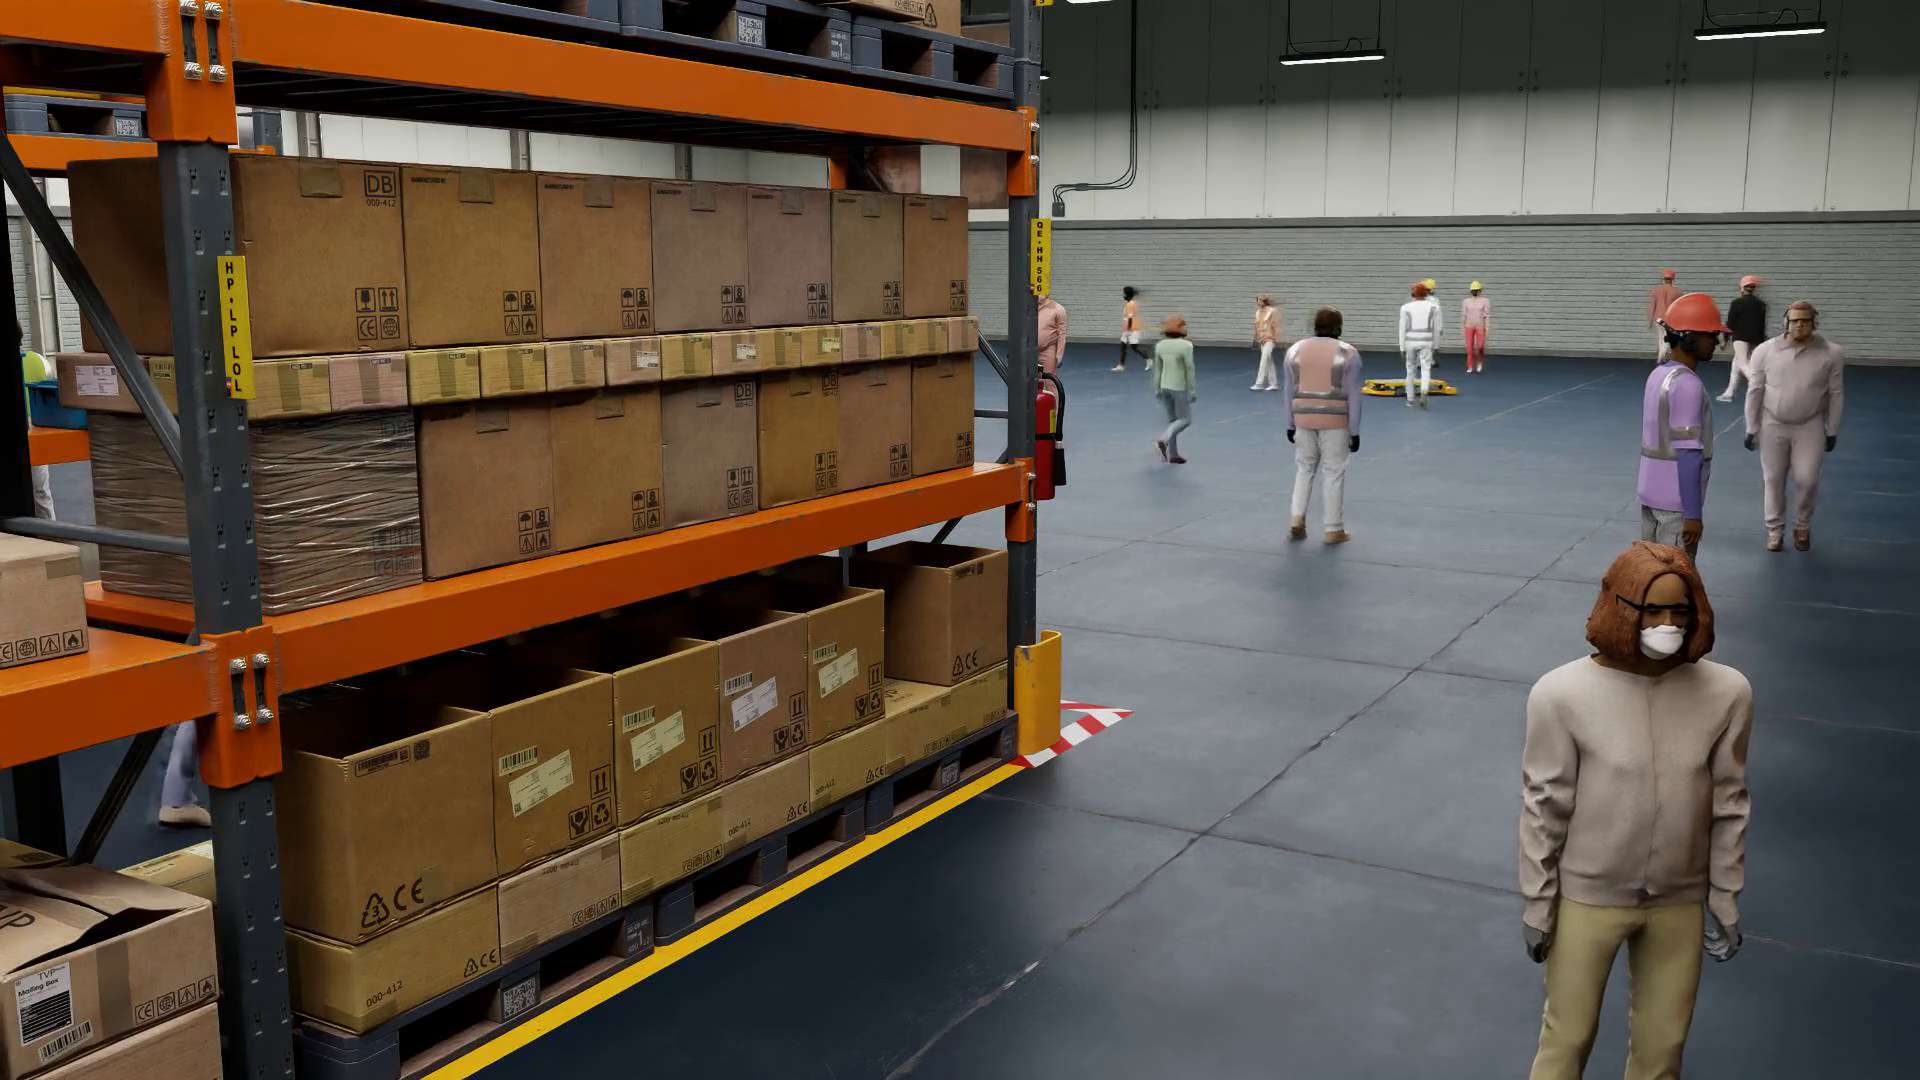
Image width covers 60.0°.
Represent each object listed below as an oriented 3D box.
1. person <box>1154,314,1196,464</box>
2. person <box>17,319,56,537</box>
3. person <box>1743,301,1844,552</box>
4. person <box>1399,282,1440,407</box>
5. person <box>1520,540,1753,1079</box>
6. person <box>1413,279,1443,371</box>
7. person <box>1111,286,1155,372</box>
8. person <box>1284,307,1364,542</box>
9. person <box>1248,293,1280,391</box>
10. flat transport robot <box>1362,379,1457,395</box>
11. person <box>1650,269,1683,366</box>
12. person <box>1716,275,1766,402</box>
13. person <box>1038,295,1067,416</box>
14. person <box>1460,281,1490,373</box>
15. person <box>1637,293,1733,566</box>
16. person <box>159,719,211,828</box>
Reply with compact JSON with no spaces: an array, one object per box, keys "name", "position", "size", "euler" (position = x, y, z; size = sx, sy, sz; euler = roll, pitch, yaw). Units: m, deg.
[{"name":"person","position":[2.251,-1.589,17.649],"size":[0.529,1.619,0.510],"euler":[-8,12,-38]},{"name":"person","position":[-6.405,-0.603,11.255],"size":[0.429,1.844,0.625],"euler":[2,10,11]},{"name":"person","position":[6.239,-0.842,12.488],"size":[0.664,1.891,0.435],"euler":[5,11,29]},{"name":"person","position":[6.728,-2.850,24.376],"size":[0.581,1.859,0.791],"euler":[2,10,13]},{"name":"person","position":[1.475,0.801,3.673],"size":[0.493,1.624,0.280],"euler":[0,10,-3]},{"name":"person","position":[9.099,-4.165,32.321],"size":[0.968,1.780,0.596],"euler":[-6,12,-33]},{"name":"person","position":[3.352,-4.055,32.001],"size":[0.793,1.666,0.531],"euler":[1,10,4]},{"name":"person","position":[2.848,-0.894,13.002],"size":[0.641,1.828,0.429],"euler":[6,12,32]},{"name":"person","position":[4.967,-3.246,27.396],"size":[0.763,1.608,0.530],"euler":[-4,11,-24]},{"name":"flat transport robot","position":[7.193,-2.466,26.754],"size":[1.431,0.197,0.652],"euler":[-3,10,-15]},{"name":"person","position":[14.187,-4.454,33.427],"size":[0.630,1.963,0.933],"euler":[8,12,38]},{"name":"person","position":[11.924,-3.025,25.132],"size":[0.609,1.948,0.989],"euler":[-4,10,-22]},{"name":"person","position":[1.064,-2.436,21.816],"size":[0.639,1.902,0.406],"euler":[5,11,28]},{"name":"person","position":[9.818,-4.057,31.732],"size":[0.545,1.751,0.398],"euler":[5,11,26]},{"name":"person","position":[3.602,-0.205,8.335],"size":[0.377,2.044,0.607],"euler":[1,10,6]},{"name":"person","position":[-2.756,0.269,6.544],"size":[0.915,1.689,0.533],"euler":[-6,11,-32]}]
